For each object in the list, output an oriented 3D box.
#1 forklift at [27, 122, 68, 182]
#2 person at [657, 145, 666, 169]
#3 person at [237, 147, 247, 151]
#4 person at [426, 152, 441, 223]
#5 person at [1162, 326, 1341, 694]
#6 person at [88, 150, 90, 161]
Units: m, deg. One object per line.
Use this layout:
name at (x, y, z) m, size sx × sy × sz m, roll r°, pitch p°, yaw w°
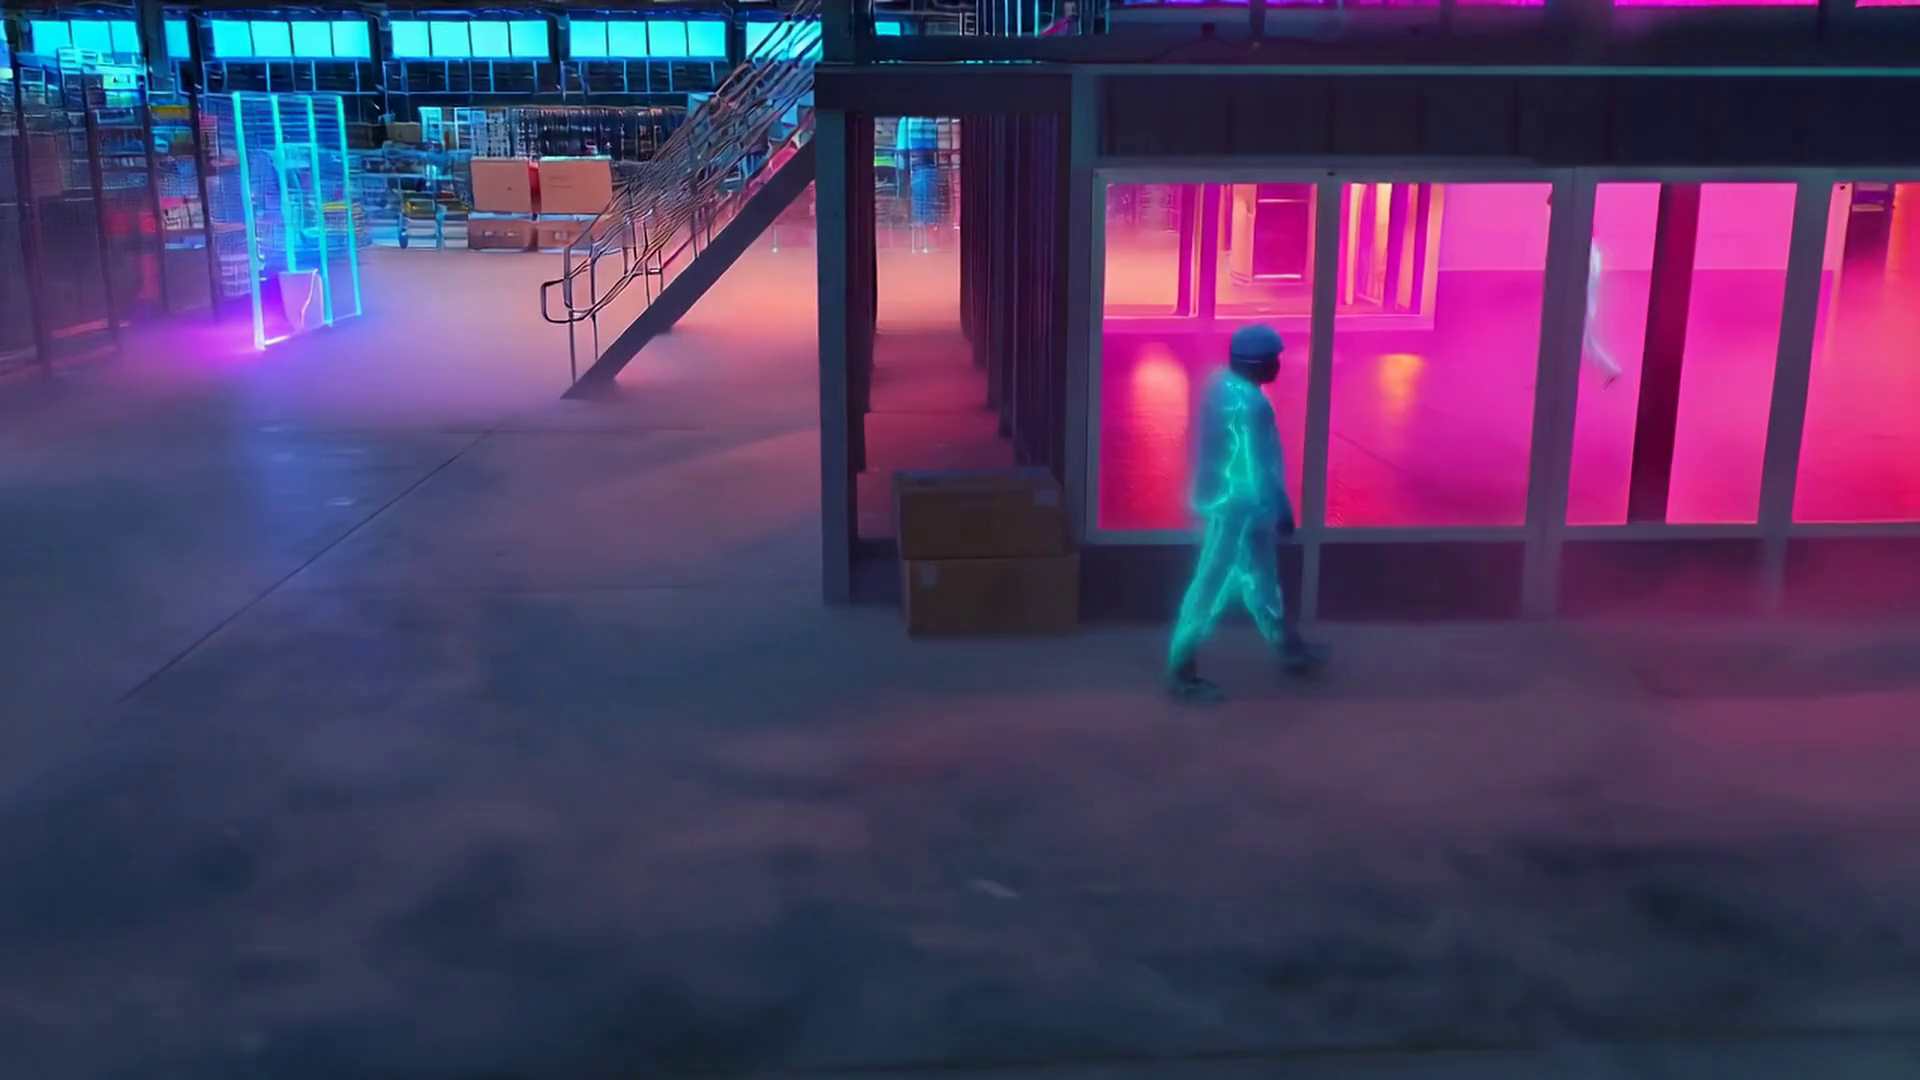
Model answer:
forklift at (-35.376, -14.773, 64.377) m, size 1.129 × 2.768 × 1.873 m, roll -1°, pitch 14°, yaw -2°
person at (-13.667, -17.240, 76.395) m, size 0.676 × 1.817 × 0.602 m, roll 2°, pitch 14°, yaw 6°
person at (-36.430, -19.338, 84.552) m, size 0.575 × 1.923 × 0.628 m, roll 9°, pitch 16°, yaw 31°
person at (-13.867, -9.218, 43.923) m, size 0.430 × 2.026 × 0.646 m, roll -6°, pitch 15°, yaw -22°
person at (1.436, -0.131, 8.065) m, size 0.960 × 1.792 × 0.646 m, roll 0°, pitch 14°, yaw -1°
person at (-39.847, -17.333, 76.514) m, size 0.353 × 1.942 × 0.545 m, roll -2°, pitch 14°, yaw -7°
